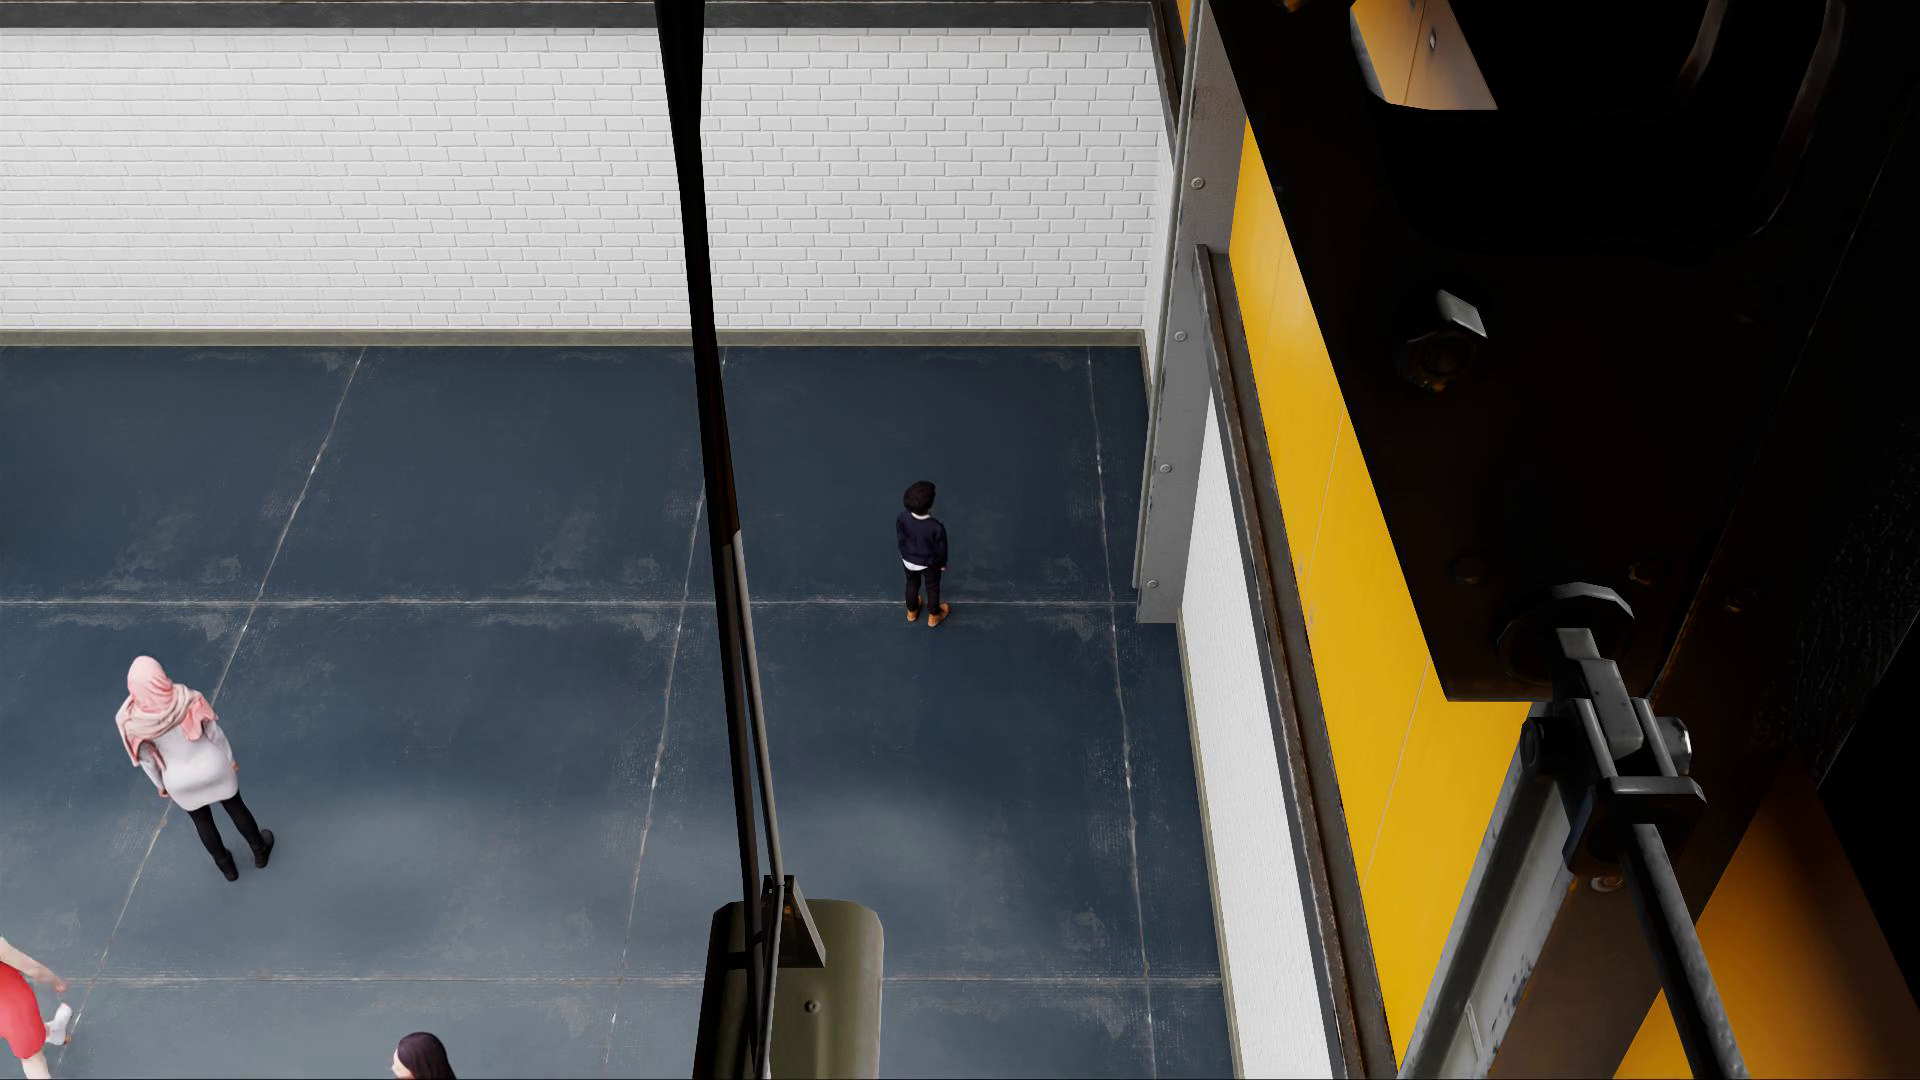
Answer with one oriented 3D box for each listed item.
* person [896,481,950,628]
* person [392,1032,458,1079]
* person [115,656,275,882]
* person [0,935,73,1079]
[{"bbox_3d":[-0.254,0.088,11.131,0.573,1.226,0.589,16,46,16],"label":"person"},{"bbox_3d":[-2.415,2.829,7.879,0.762,1.745,0.644,-19,47,-19],"label":"person"},{"bbox_3d":[-4.339,1.303,9.438,0.712,1.803,0.719,-18,46,-18],"label":"person"},{"bbox_3d":[-4.766,2.440,8.259,0.754,1.783,1.132,-7,44,-8],"label":"person"}]
